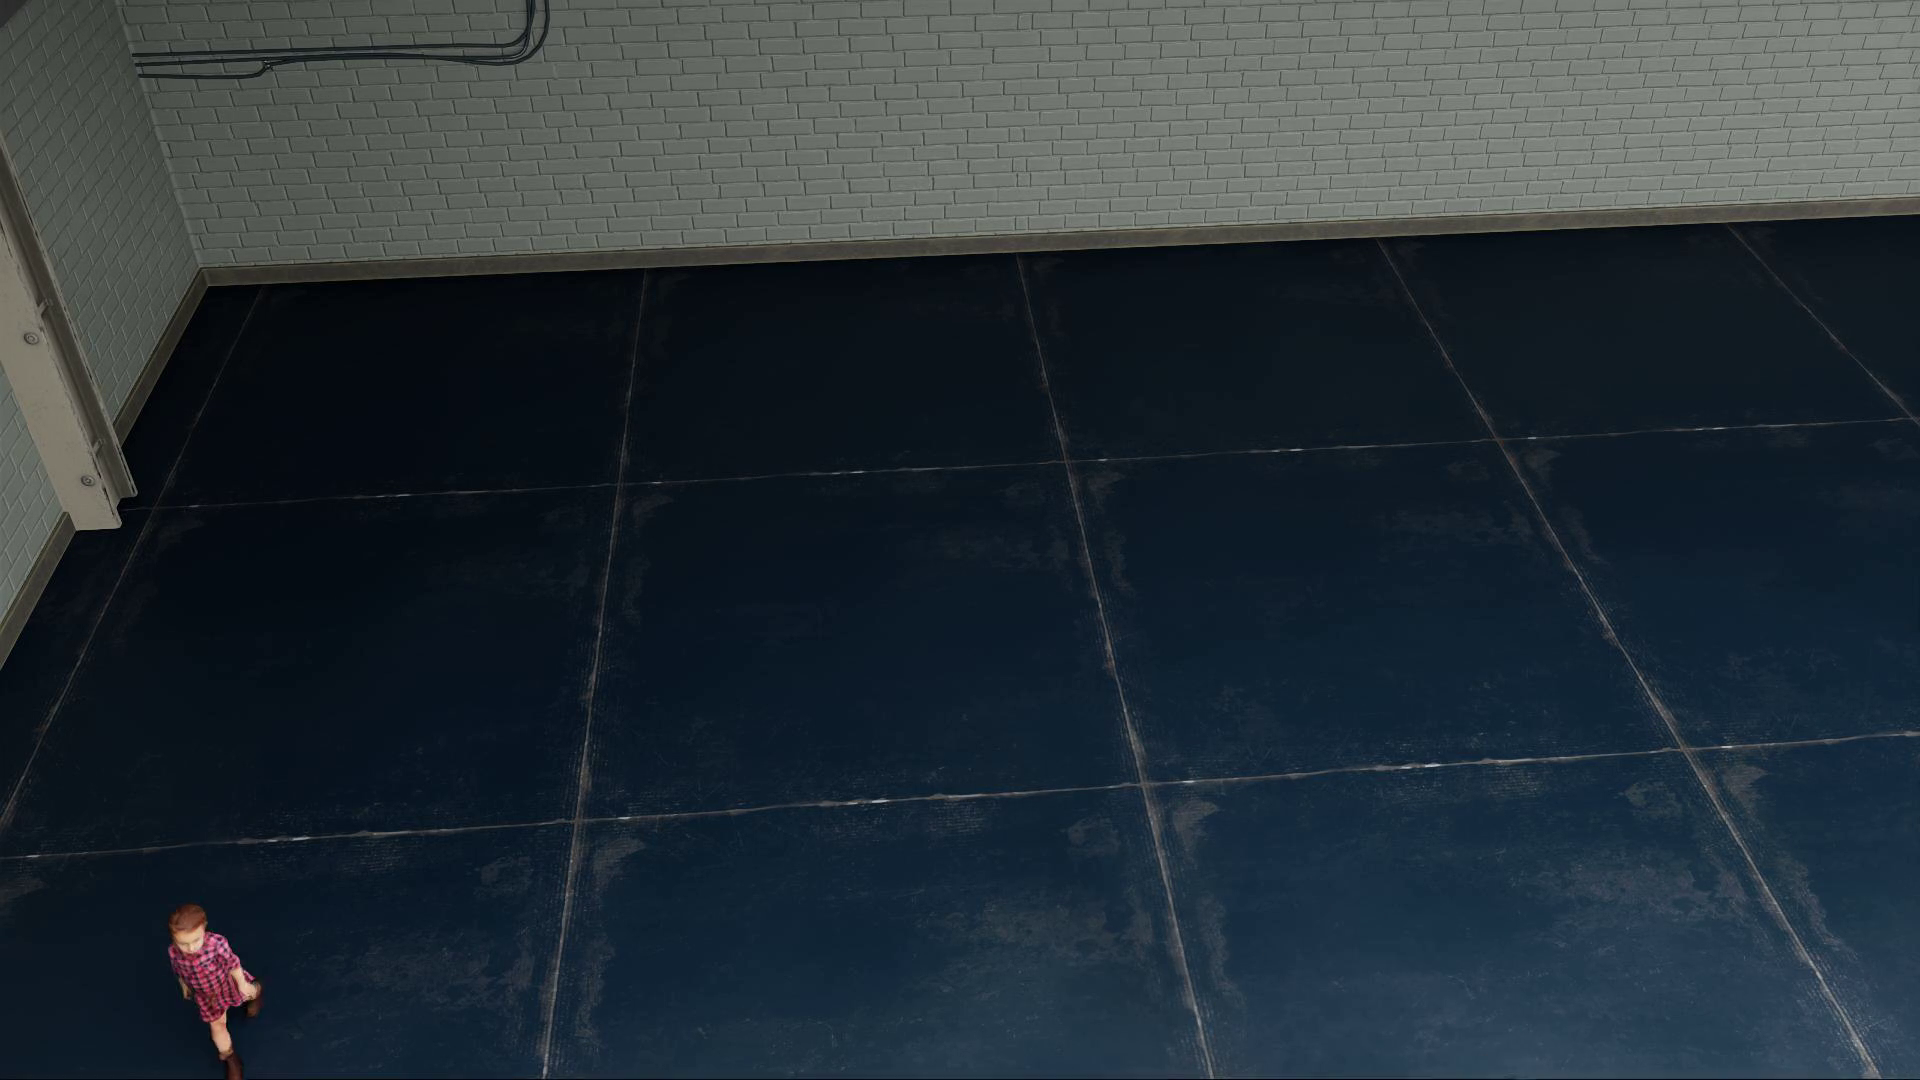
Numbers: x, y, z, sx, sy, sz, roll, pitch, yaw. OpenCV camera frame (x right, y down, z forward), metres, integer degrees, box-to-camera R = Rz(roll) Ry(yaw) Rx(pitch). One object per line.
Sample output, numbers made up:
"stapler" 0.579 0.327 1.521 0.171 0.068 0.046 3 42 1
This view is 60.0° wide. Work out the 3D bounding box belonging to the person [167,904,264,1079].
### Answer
"person" -3.273 1.899 7.336 0.497 1.008 0.768 -5 38 -7
